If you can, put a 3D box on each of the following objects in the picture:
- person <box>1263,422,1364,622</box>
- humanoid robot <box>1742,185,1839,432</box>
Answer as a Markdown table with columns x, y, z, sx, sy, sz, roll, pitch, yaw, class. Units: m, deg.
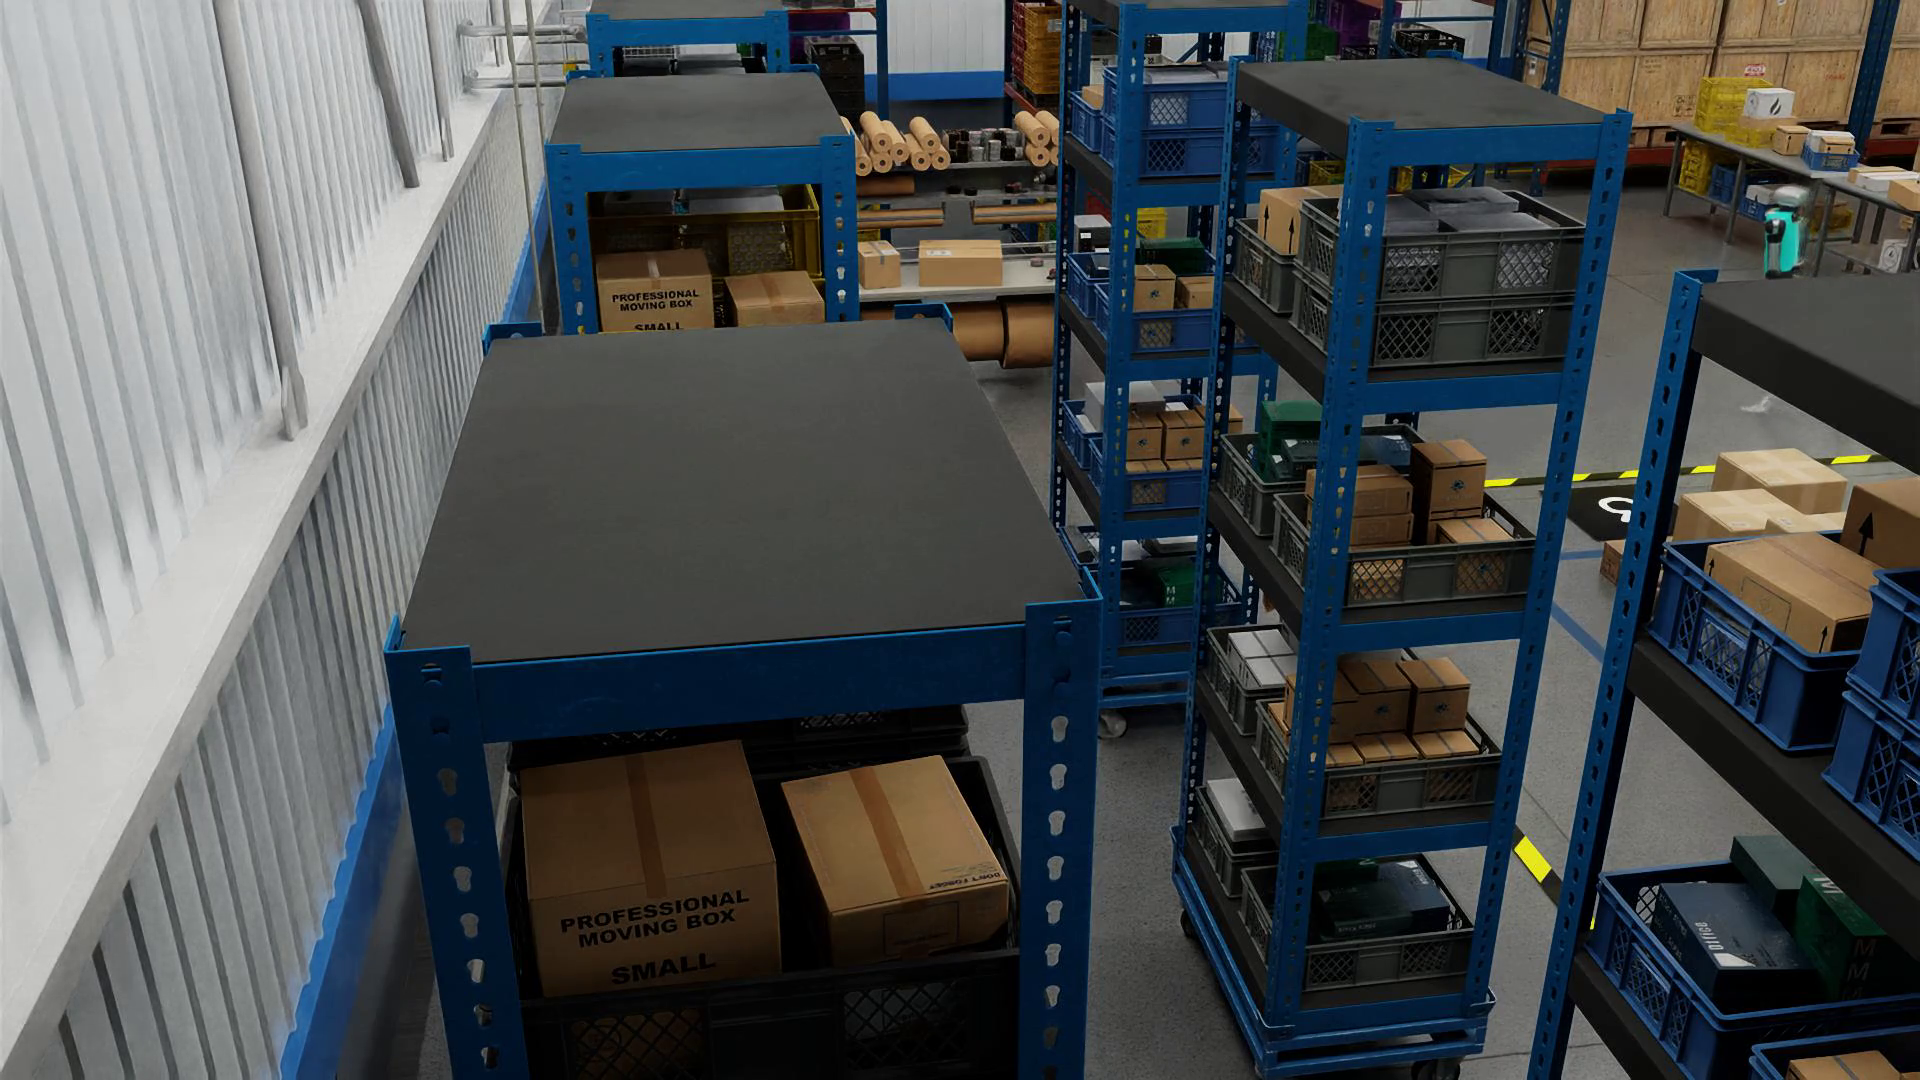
| x | y | z | sx | sy | sz | roll | pitch | yaw | class |
| --- | --- | --- | --- | --- | --- | --- | --- | --- | --- |
| 1.742 | 0.200 | 7.969 | 0.598 | 1.850 | 0.385 | -2 | 25 | -3 | person |
| 6.296 | -1.663 | 12.197 | 0.985 | 1.770 | 0.562 | 17 | 30 | 33 | humanoid robot |
